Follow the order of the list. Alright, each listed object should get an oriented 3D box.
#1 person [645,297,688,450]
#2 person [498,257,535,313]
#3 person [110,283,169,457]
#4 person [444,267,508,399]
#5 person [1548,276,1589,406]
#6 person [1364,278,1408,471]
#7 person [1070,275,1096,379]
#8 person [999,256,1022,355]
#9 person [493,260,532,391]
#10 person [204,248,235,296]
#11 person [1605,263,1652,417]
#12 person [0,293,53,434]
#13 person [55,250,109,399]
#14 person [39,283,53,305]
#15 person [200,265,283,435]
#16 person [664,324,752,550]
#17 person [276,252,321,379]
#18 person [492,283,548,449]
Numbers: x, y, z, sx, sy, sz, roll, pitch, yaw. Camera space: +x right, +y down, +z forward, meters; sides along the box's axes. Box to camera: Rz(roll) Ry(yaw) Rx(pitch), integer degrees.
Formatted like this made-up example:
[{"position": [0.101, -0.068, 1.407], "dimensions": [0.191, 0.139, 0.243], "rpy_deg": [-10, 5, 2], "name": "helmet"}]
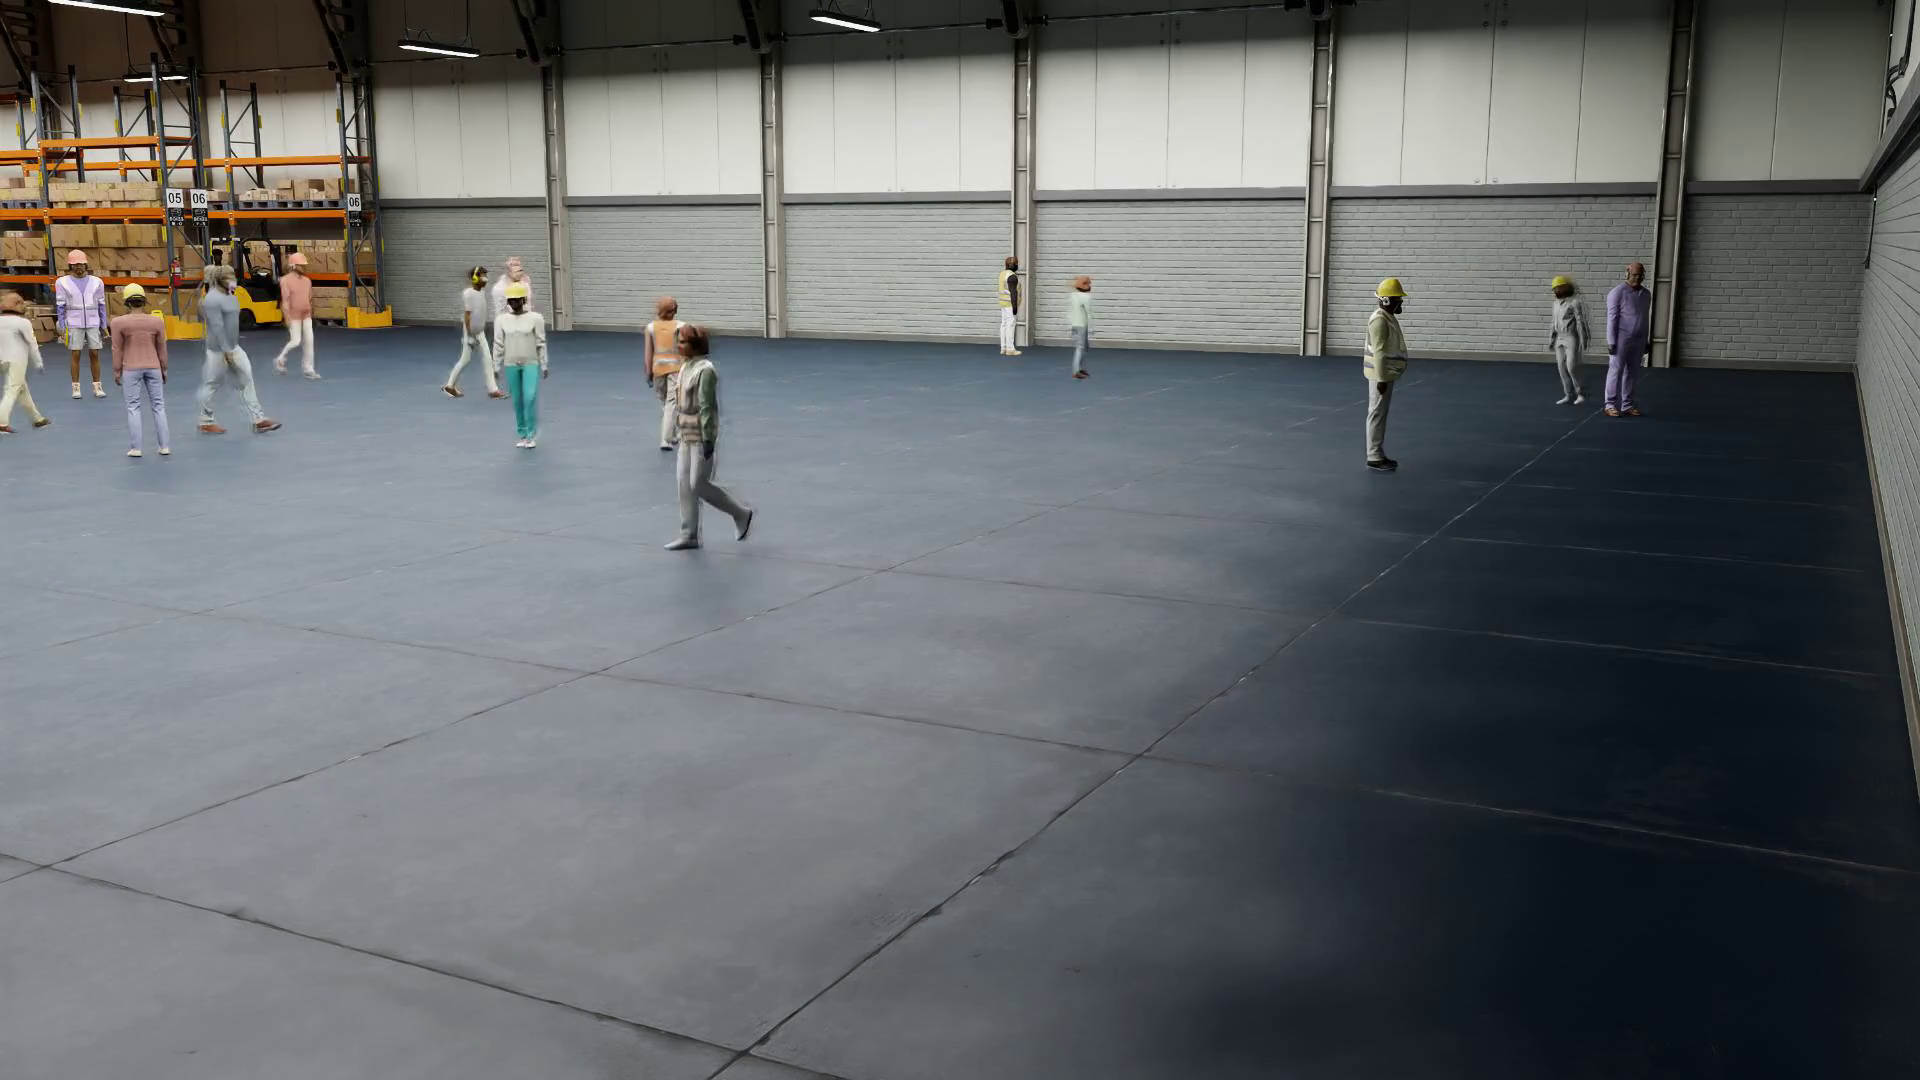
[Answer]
[{"position": [-3.055, -1.757, 17.534], "dimensions": [0.507, 1.594, 0.876], "rpy_deg": [2, 11, 13], "name": "person"}, {"position": [-7.778, -4.026, 29.172], "dimensions": [0.936, 1.870, 0.651], "rpy_deg": [9, 13, 39], "name": "person"}, {"position": [-8.332, -1.723, 16.919], "dimensions": [0.518, 1.757, 0.339], "rpy_deg": [-10, 14, -42], "name": "person"}, {"position": [-6.723, -2.851, 22.927], "dimensions": [0.943, 1.823, 0.536], "rpy_deg": [4, 11, 21], "name": "person"}, {"position": [8.031, -2.634, 22.022], "dimensions": [0.449, 1.701, 0.519], "rpy_deg": [-4, 11, -20], "name": "person"}, {"position": [4.084, -1.588, 15.969], "dimensions": [0.404, 1.835, 0.588], "rpy_deg": [4, 11, 21], "name": "person"}, {"position": [1.960, -3.327, 26.051], "dimensions": [0.512, 1.616, 0.518], "rpy_deg": [-5, 11, -25], "name": "person"}, {"position": [0.955, -4.404, 31.304], "dimensions": [0.429, 1.841, 0.634], "rpy_deg": [-3, 11, -18], "name": "person"}, {"position": [-6.330, -3.025, 23.662], "dimensions": [0.465, 1.887, 0.635], "rpy_deg": [8, 13, 38], "name": "person"}, {"position": [-15.585, -5.151, 35.030], "dimensions": [0.606, 1.967, 0.367], "rpy_deg": [-3, 11, -17], "name": "person"}, {"position": [8.297, -2.469, 20.586], "dimensions": [0.644, 1.903, 0.399], "rpy_deg": [-4, 11, -22], "name": "person"}, {"position": [-10.775, -2.019, 19.009], "dimensions": [0.518, 1.584, 0.872], "rpy_deg": [4, 11, 18], "name": "person"}, {"position": [-12.062, -2.964, 22.898], "dimensions": [0.613, 2.041, 0.393], "rpy_deg": [-8, 13, -37], "name": "person"}, {"position": [-22.045, -5.974, 40.363], "dimensions": [0.804, 1.663, 0.540], "rpy_deg": [6, 12, 28], "name": "person"}, {"position": [-8.165, -2.121, 18.707], "dimensions": [0.984, 1.896, 0.650], "rpy_deg": [1, 10, 7], "name": "person"}, {"position": [-1.825, -0.733, 11.873], "dimensions": [0.554, 1.620, 0.526], "rpy_deg": [-6, 12, -29], "name": "person"}, {"position": [-10.398, -3.506, 26.038], "dimensions": [0.638, 1.973, 0.627], "rpy_deg": [5, 12, 26], "name": "person"}, {"position": [-4.636, -1.817, 17.465], "dimensions": [0.546, 1.742, 0.684], "rpy_deg": [0, 10, 0], "name": "person"}]
